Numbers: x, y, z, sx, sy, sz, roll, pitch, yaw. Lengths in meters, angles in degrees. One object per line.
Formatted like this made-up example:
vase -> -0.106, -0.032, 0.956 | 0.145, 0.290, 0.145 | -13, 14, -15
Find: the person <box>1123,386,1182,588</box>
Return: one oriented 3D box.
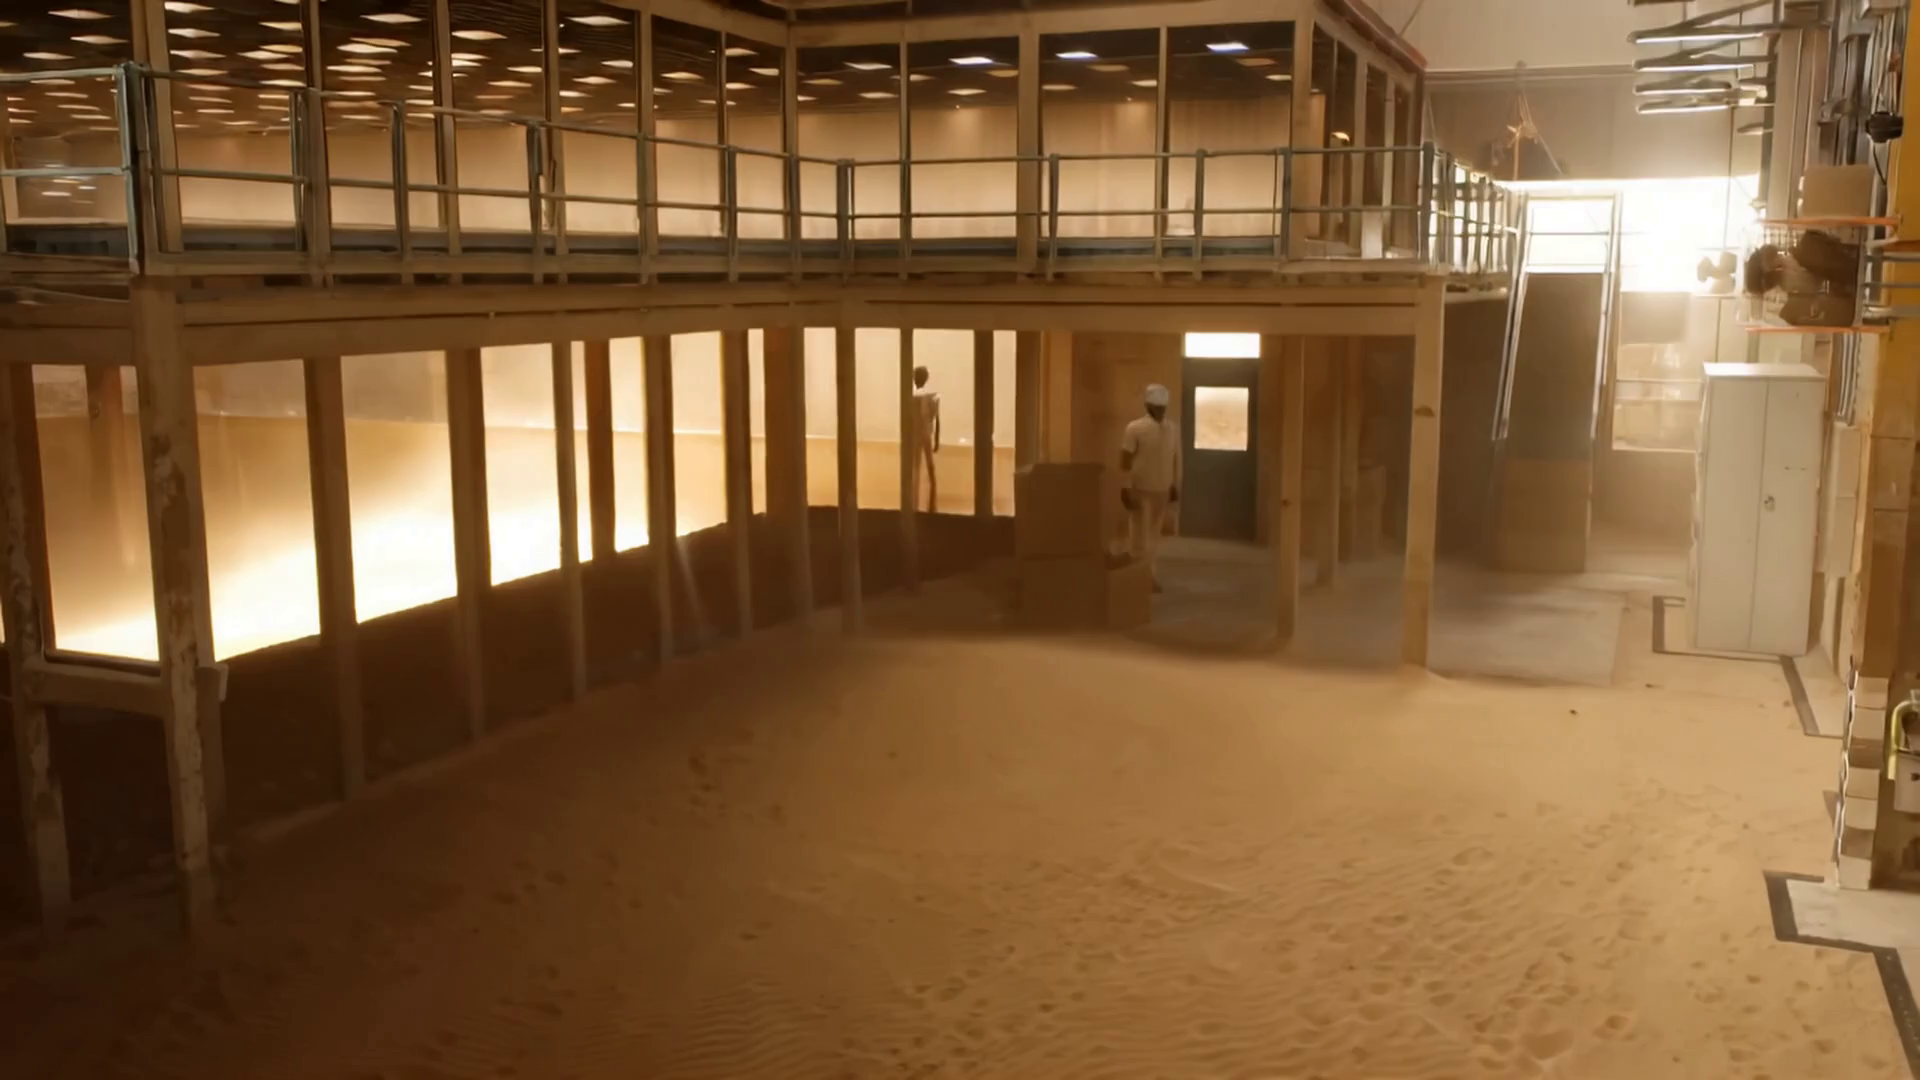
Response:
person -> 1.870, -0.520, 16.117 | 0.615, 1.962, 0.582 | -5, 10, -28
